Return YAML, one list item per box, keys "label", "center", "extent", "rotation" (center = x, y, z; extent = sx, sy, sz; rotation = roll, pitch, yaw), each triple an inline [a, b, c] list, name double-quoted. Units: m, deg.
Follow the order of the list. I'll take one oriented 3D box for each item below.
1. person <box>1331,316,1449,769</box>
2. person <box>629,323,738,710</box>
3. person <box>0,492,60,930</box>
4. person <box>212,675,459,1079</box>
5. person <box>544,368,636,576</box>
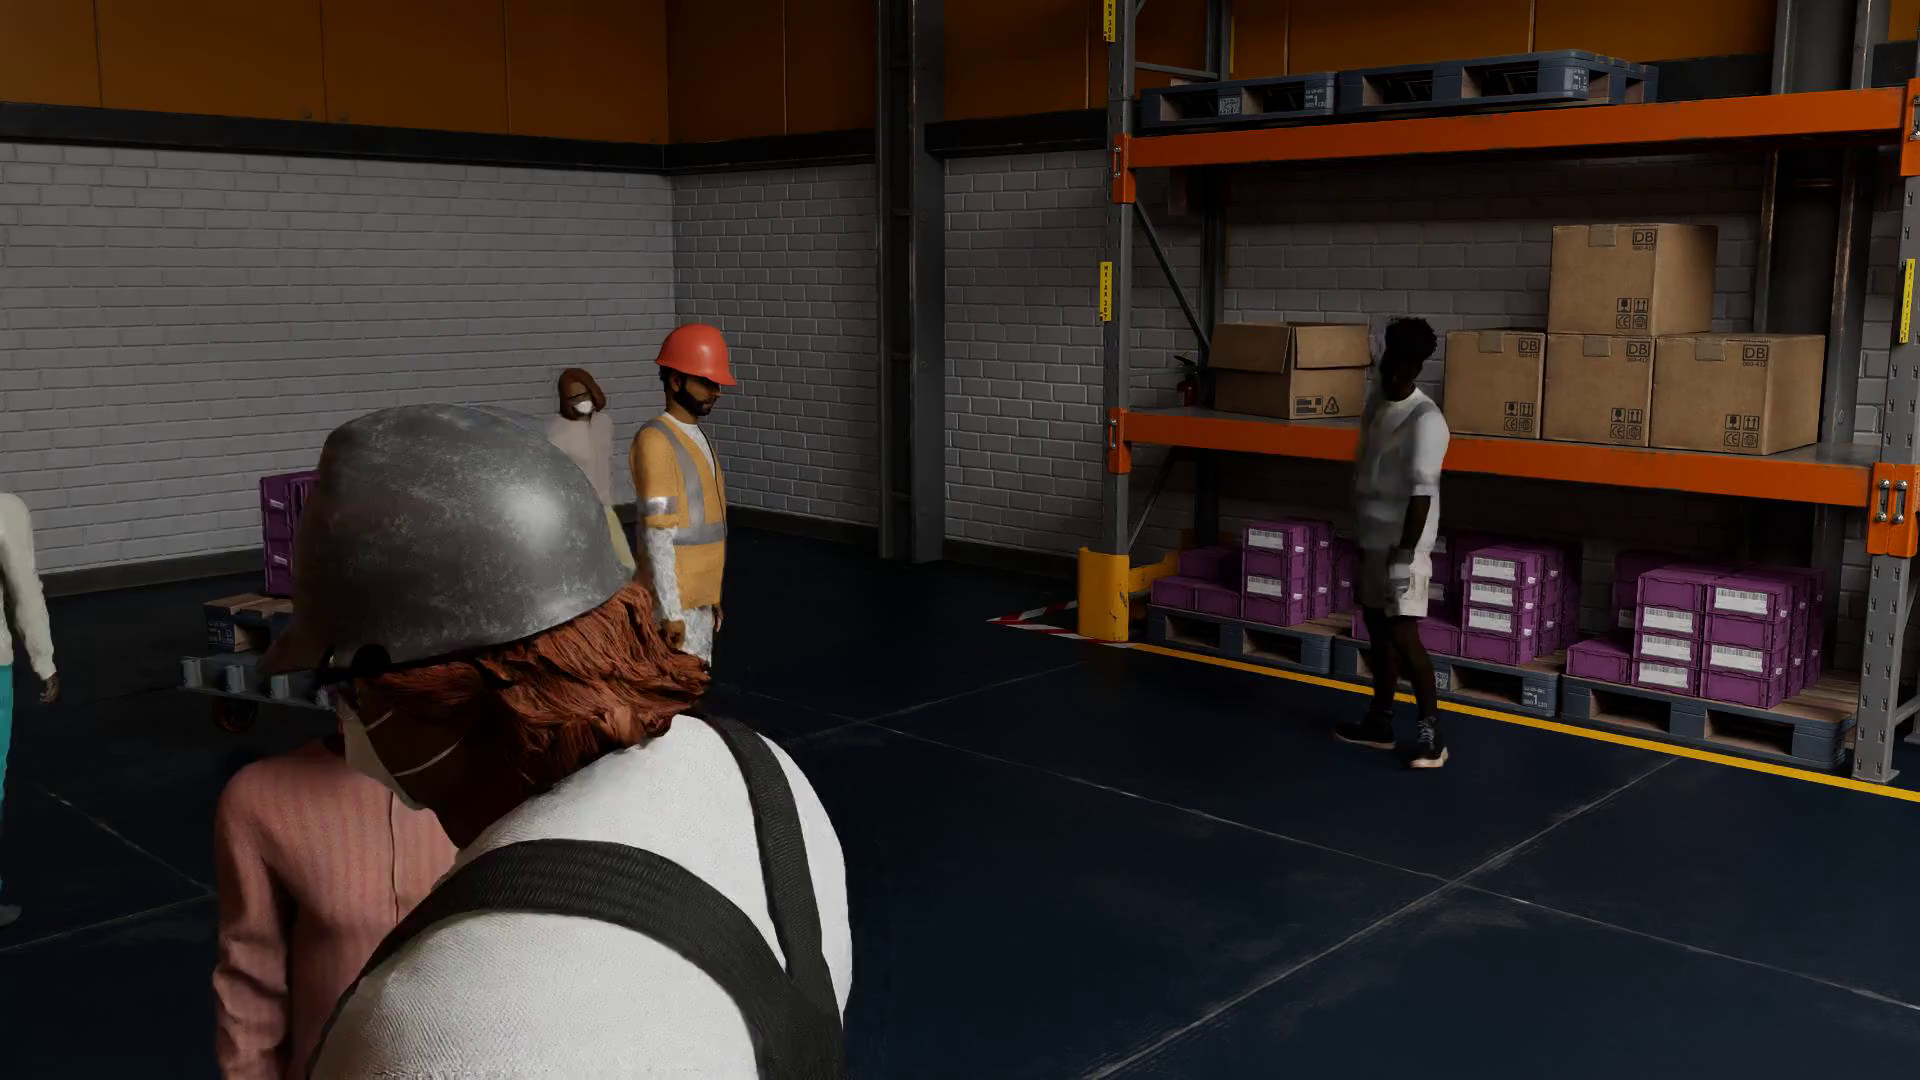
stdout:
- label: "person"
  center: [1.883, 0.005, 7.155]
  extent: [0.397, 1.926, 0.718]
  rotation: [-1, 9, -5]
- label: "person"
  center: [-0.966, 0.191, 5.990]
  extent: [0.375, 1.927, 0.543]
  rotation: [1, 9, 6]
- label: "person"
  center: [-3.174, 0.397, 5.269]
  extent: [0.559, 1.748, 0.379]
  rotation: [-2, 9, -11]
- label: "person"
  center: [-0.793, 0.852, 2.433]
  extent: [0.533, 1.767, 0.324]
  rotation: [-3, 10, -15]
- label: "person"
  center: [-1.973, -0.109, 8.791]
  extent: [0.441, 1.605, 0.511]
  rotation: [6, 11, 31]
